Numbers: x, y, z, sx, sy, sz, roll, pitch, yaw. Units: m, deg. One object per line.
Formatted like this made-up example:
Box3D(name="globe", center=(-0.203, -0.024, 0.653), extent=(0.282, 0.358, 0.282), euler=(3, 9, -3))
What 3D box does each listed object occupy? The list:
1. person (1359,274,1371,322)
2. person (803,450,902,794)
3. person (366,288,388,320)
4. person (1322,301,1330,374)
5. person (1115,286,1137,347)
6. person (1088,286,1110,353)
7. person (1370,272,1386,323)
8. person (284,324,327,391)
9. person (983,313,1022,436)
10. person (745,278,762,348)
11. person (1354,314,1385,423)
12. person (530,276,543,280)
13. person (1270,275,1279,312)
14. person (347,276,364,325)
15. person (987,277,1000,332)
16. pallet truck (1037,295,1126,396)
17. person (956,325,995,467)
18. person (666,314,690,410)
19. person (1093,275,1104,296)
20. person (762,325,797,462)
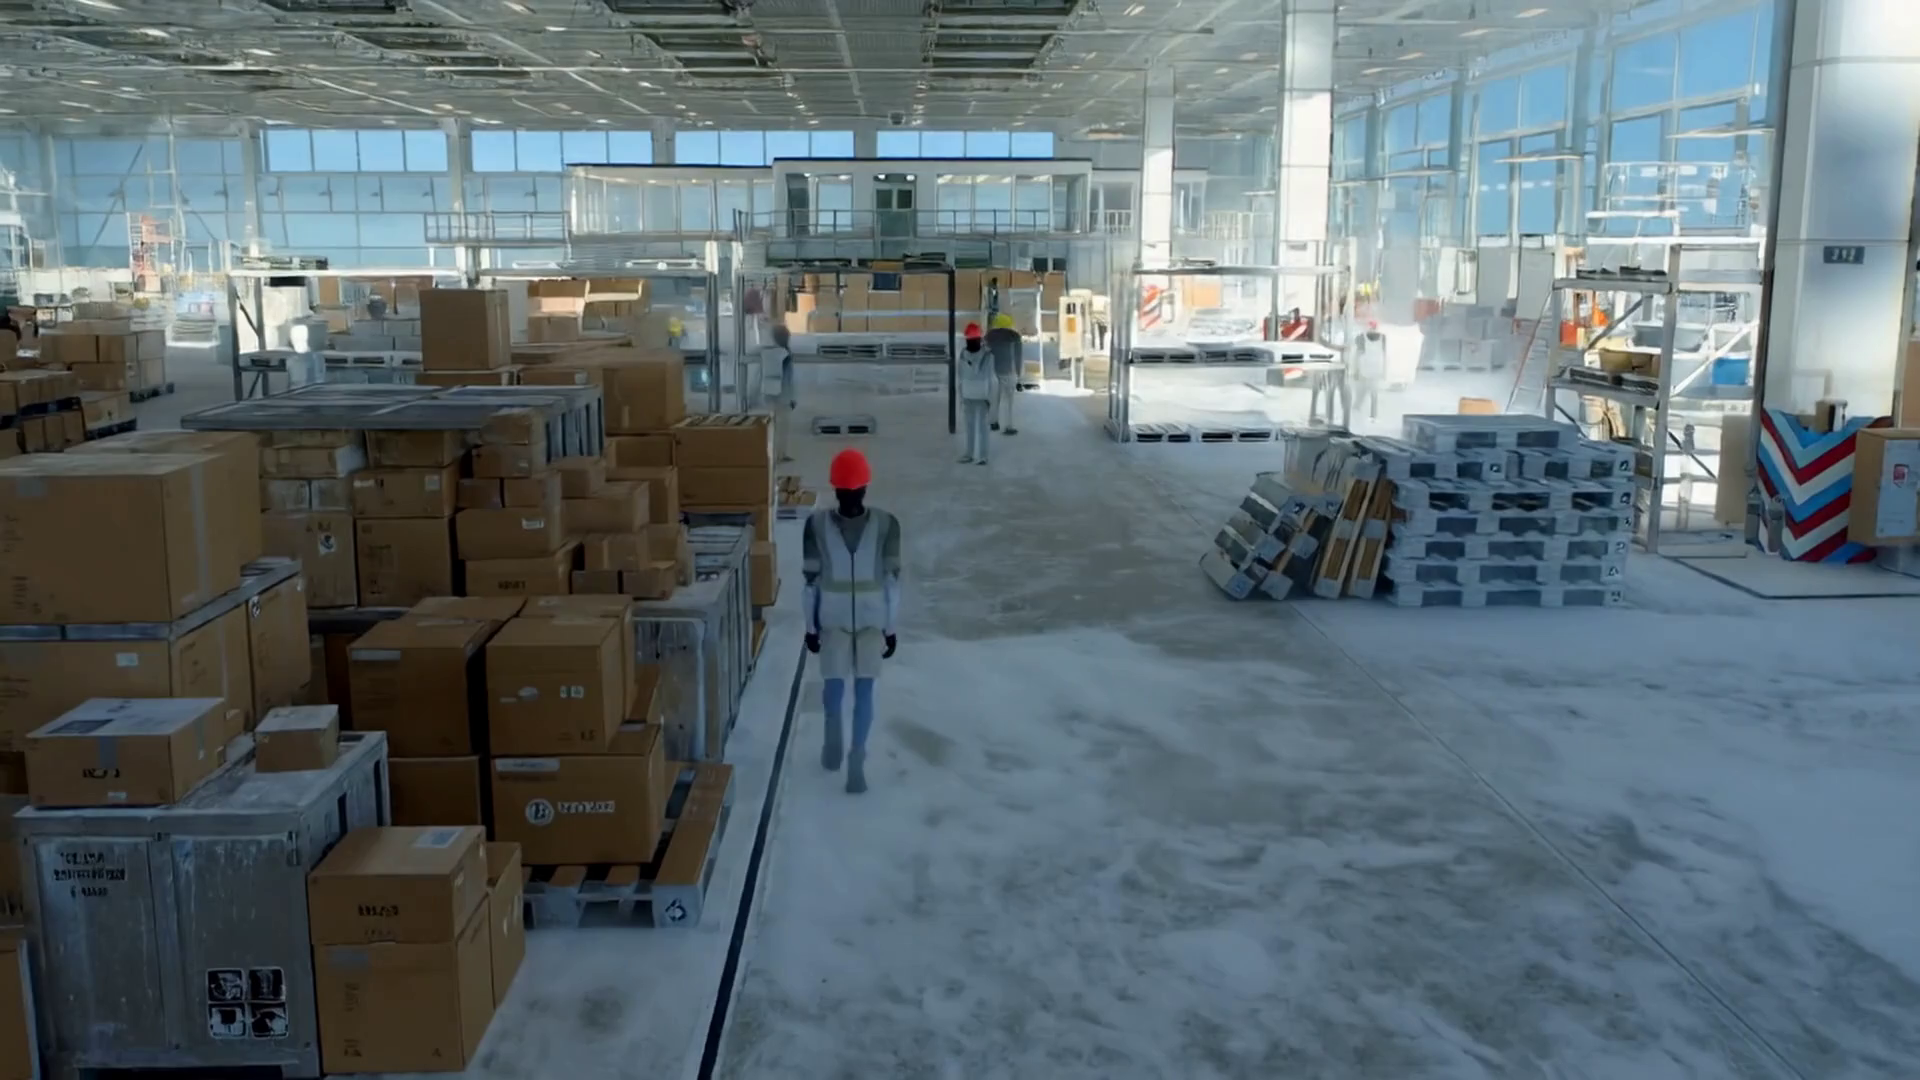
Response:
Box3D(name="person", center=(13.983, -8.158, 57.129), extent=(0.552, 1.922, 0.642), euler=(-7, 12, -33))
Box3D(name="person", center=(-0.595, 0.441, 9.224), extent=(0.540, 1.916, 0.498), euler=(-1, 10, -5))
Box3D(name="person", center=(-14.826, -5.465, 42.311), extent=(0.552, 1.844, 0.720), euler=(-2, 10, -13))
Box3D(name="person", center=(8.353, -4.656, 38.211), extent=(0.532, 1.697, 0.322), euler=(0, 10, -1))
Box3D(name="person", center=(4.456, -5.946, 44.956), extent=(0.599, 1.859, 0.899), euler=(-2, 10, -10))
Box3D(name="person", center=(3.853, -6.073, 45.767), extent=(0.640, 1.825, 0.641), euler=(1, 10, 7))
Box3D(name="person", center=(14.995, -8.634, 59.704), extent=(0.604, 1.937, 0.402), euler=(7, 12, 33))
Box3D(name="person", center=(-8.632, -1.867, 21.975), extent=(0.609, 1.958, 0.376), euler=(3, 10, 14))
Box3D(name="person", center=(0.663, -2.612, 26.237), extent=(0.635, 1.910, 0.526), euler=(4, 11, 19))
Box3D(name="person", center=(-5.929, -6.453, 47.405), extent=(0.623, 1.989, 0.400), euler=(-9, 14, -42))
Box3D(name="person", center=(6.899, -2.893, 28.049), extent=(0.505, 1.830, 0.565), euler=(-1, 10, -8))
Box3D(name="person", center=(-17.648, -10.315, 69.273), extent=(0.578, 1.872, 0.405), euler=(1, 10, 3))
Box3D(name="person", center=(13.839, -10.954, 72.535), extent=(0.621, 1.971, 0.724), euler=(1, 10, 4))
Box3D(name="person", center=(-21.933, -8.825, 60.482), extent=(0.613, 2.043, 0.382), euler=(3, 11, 18))
Box3D(name="person", center=(1.063, -7.298, 52.295), extent=(0.371, 1.932, 0.627), euler=(3, 11, 18))
Box3D(name="pallet truck", center=(2.483, -3.881, 33.060), extent=(1.885, 1.965, 0.823), euler=(-7, 13, -36))
Box3D(name="person", center=(0.210, -1.950, 22.506), extent=(0.589, 1.924, 0.384), euler=(9, 13, 40))
Box3D(name="person", center=(-5.114, -3.218, 30.072), extent=(0.486, 1.744, 0.311), euler=(6, 12, 29))
Box3D(name="person", center=(5.277, -8.906, 61.576), extent=(0.880, 1.807, 0.655), euler=(-4, 11, -20))
Box3D(name="person", center=(-2.482, -2.005, 22.878), extent=(0.461, 1.899, 0.612), euler=(-9, 14, -42))
